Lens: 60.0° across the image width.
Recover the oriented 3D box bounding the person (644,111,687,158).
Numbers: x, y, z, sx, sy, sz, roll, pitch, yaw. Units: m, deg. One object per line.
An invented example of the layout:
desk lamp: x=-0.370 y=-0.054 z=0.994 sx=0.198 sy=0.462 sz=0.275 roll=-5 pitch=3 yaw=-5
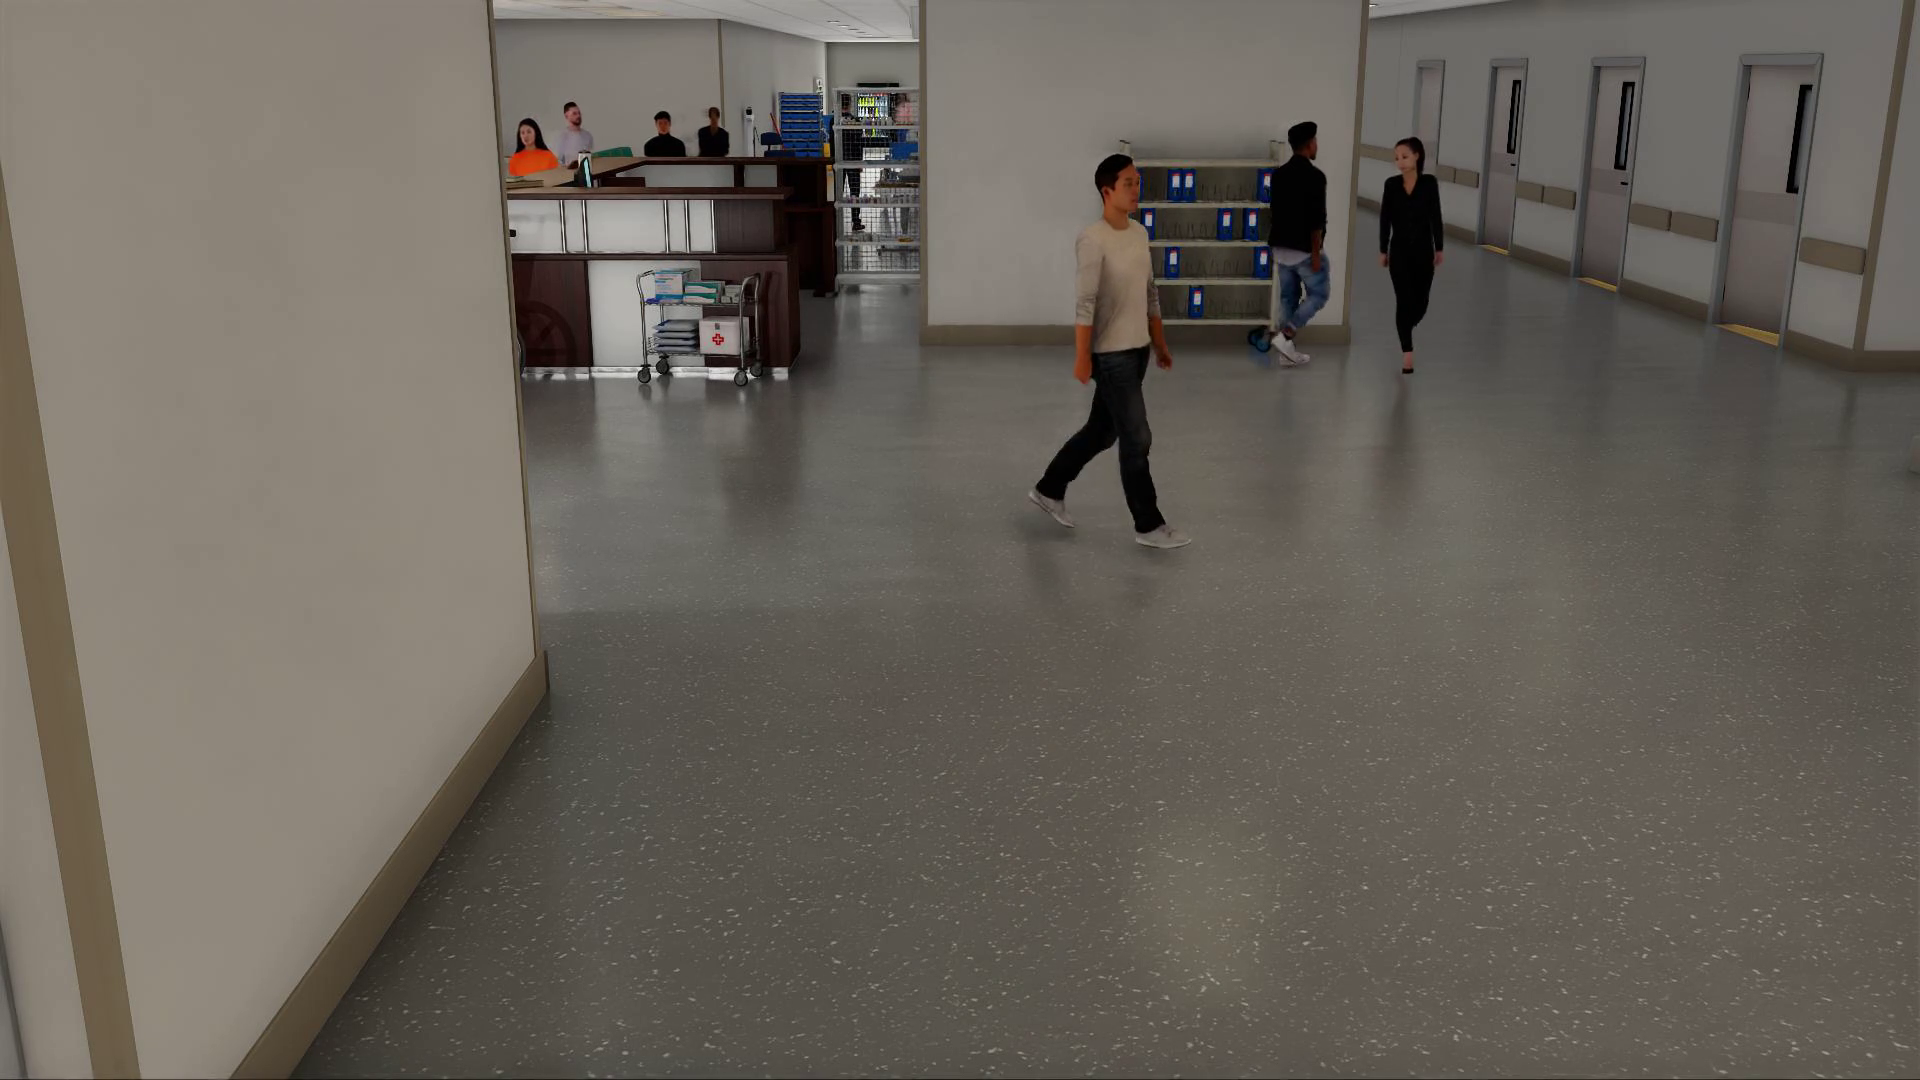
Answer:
person: x=-3.461 y=-4.173 z=19.658 sx=1.091 sy=1.687 sz=0.827 roll=-2 pitch=16 yaw=-7

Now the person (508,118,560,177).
person: x=-3.967 y=-3.083 z=15.715 sx=0.703 sy=1.729 sz=0.696 roll=1 pitch=16 yaw=2

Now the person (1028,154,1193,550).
person: x=0.649 y=-0.868 z=7.754 sx=1.238 sy=1.785 sz=1.060 roll=10 pitch=19 yaw=32

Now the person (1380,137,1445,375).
person: x=3.306 y=-2.072 z=12.201 sx=0.944 sy=1.689 sz=0.839 roll=4 pitch=16 yaw=12

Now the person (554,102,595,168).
person: x=-4.432 y=-4.063 z=19.018 sx=1.060 sy=1.822 sz=0.997 roll=14 pitch=21 yaw=42

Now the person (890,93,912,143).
person: x=-1.401 y=-9.767 z=39.402 sx=0.885 sy=1.741 sz=0.795 roll=3 pitch=16 yaw=10

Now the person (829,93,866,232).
person: x=-1.591 y=-5.305 z=23.342 sx=0.586 sy=1.868 sz=0.733 roll=3 pitch=16 yaw=10

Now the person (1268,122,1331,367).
person: x=2.452 y=-2.181 z=12.380 sx=0.892 sy=1.804 sz=0.854 roll=-9 pitch=18 yaw=-30

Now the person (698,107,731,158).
person: x=-3.549 y=-5.340 z=23.846 sx=0.629 sy=1.661 sz=0.709 roll=0 pitch=16 yaw=1
